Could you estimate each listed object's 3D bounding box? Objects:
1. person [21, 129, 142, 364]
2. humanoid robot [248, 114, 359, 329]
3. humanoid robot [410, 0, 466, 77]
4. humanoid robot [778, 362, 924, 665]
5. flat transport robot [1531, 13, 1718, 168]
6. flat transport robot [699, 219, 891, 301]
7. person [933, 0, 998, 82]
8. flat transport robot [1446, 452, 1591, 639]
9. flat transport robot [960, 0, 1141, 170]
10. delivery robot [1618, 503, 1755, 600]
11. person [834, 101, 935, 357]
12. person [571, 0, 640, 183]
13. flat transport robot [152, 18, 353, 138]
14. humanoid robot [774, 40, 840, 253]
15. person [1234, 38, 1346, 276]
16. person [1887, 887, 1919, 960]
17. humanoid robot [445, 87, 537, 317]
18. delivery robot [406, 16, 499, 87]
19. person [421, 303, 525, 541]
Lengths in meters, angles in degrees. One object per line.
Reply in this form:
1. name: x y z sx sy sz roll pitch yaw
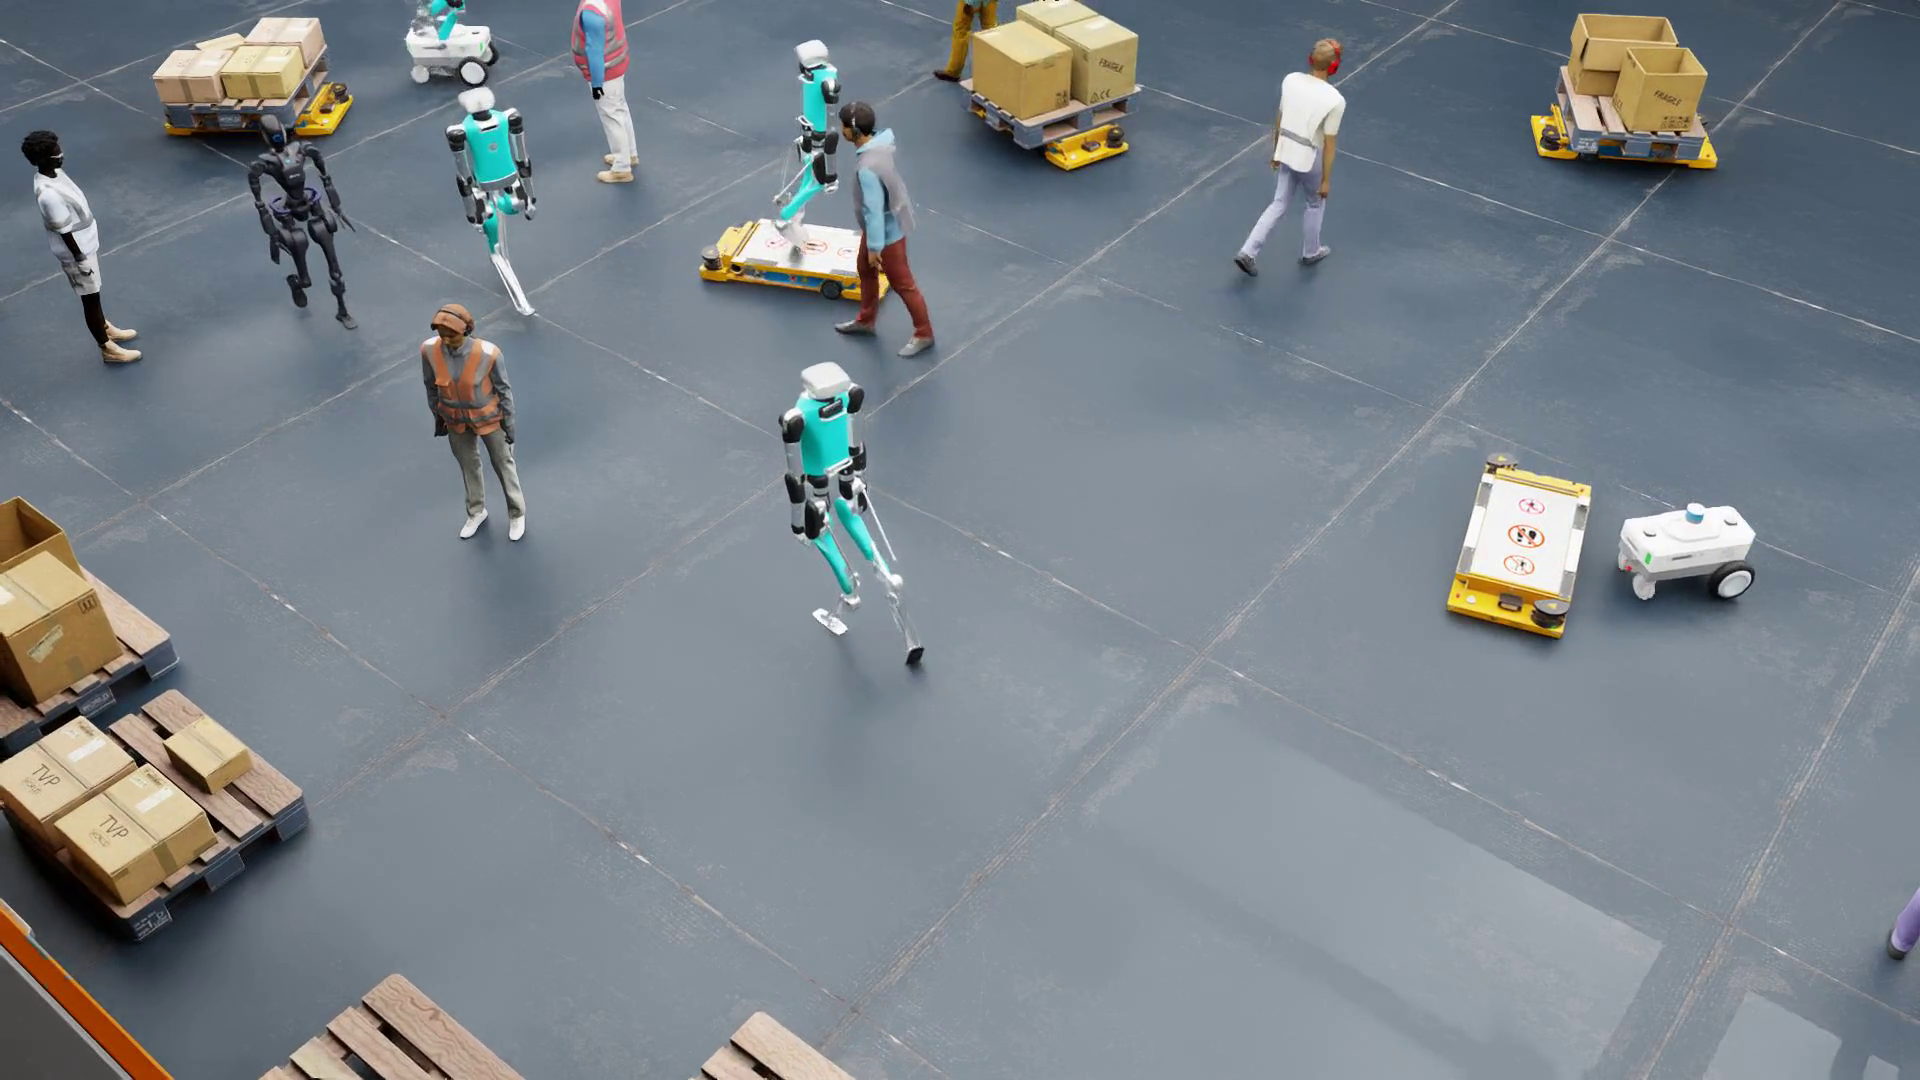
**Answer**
1. person: -6.001 -1.993 11.319 0.319 1.696 0.532 -16 43 -18
2. humanoid robot: -4.623 -2.269 11.675 0.608 1.639 0.585 -30 49 -30
3. humanoid robot: -4.662 -4.827 14.654 0.872 1.794 0.579 -3 40 -4
4. humanoid robot: -0.509 -0.039 9.027 0.899 1.809 0.561 33 50 33
5. flat transport robot: 5.627 -3.433 14.116 1.431 0.231 0.659 6 41 6
6. flat transport robot: -1.187 -2.126 12.578 1.431 0.231 0.659 9 41 11
7. person: 0.163 -4.827 14.628 0.765 1.728 0.544 22 45 23
8. flat transport robot: 3.408 0.008 10.069 0.659 0.231 1.431 15 43 17
9. flat transport robot: 0.753 -3.615 14.330 0.659 0.231 1.431 -24 46 -26
10. delivery robot: 4.286 0.039 9.813 0.769 0.598 0.512 -8 41 -9
11. person: -0.523 -2.120 11.375 0.746 1.853 0.548 -3 40 -3
12. person: -2.862 -3.771 13.312 0.431 1.835 0.628 1 40 1
13. flat transport robot: -6.108 -3.758 14.499 1.431 0.231 0.659 0 40 0
14. humanoid robot: -1.195 -2.701 12.150 0.729 1.829 0.552 -17 43 -19
15. person: 2.474 -2.755 12.137 0.854 1.807 0.588 -27 47 -28
16. person: 4.617 1.315 7.322 0.560 1.838 0.377 31 49 31
17. humanoid robot: -3.342 -2.457 11.854 0.550 1.747 1.046 -23 45 -24
18. delivery robot: -4.616 -4.463 15.090 0.756 0.571 0.499 0 40 0
19. person: -2.867 -0.698 9.839 0.514 1.639 0.308 4 41 5
